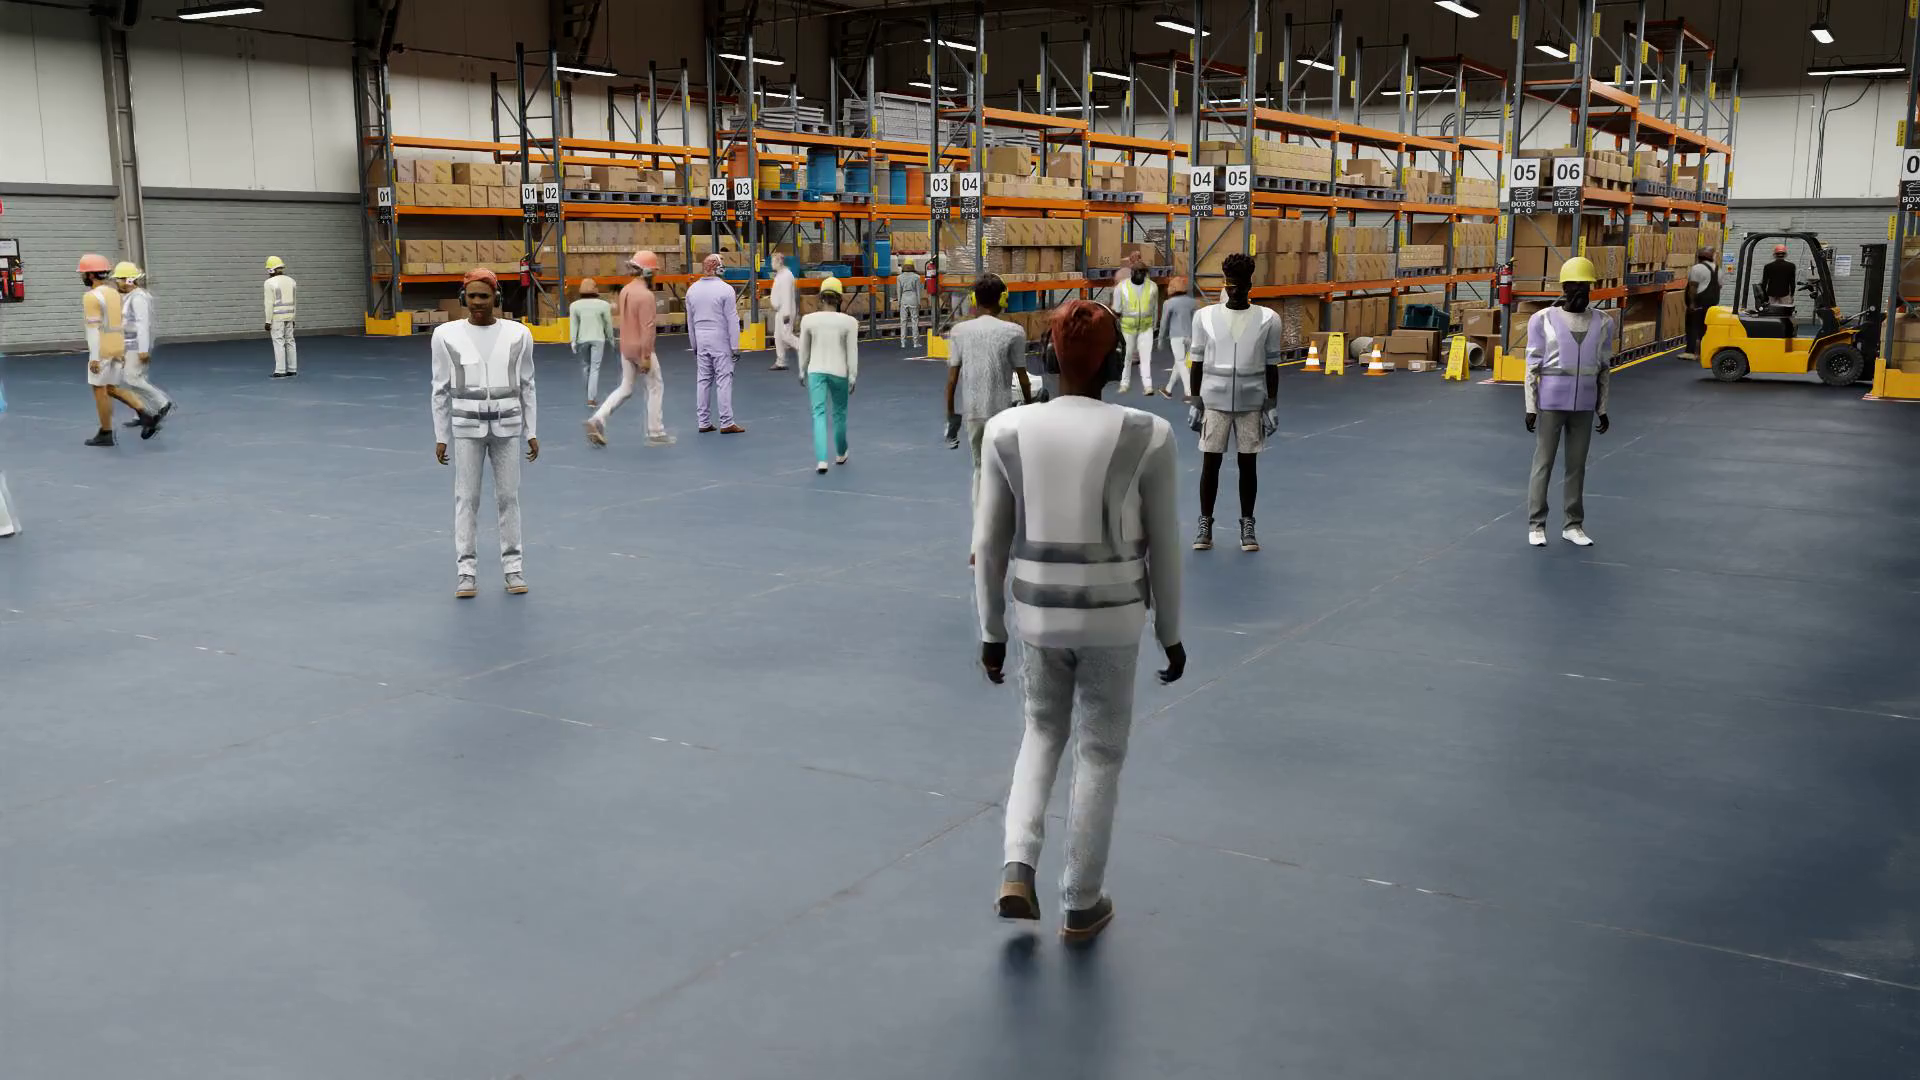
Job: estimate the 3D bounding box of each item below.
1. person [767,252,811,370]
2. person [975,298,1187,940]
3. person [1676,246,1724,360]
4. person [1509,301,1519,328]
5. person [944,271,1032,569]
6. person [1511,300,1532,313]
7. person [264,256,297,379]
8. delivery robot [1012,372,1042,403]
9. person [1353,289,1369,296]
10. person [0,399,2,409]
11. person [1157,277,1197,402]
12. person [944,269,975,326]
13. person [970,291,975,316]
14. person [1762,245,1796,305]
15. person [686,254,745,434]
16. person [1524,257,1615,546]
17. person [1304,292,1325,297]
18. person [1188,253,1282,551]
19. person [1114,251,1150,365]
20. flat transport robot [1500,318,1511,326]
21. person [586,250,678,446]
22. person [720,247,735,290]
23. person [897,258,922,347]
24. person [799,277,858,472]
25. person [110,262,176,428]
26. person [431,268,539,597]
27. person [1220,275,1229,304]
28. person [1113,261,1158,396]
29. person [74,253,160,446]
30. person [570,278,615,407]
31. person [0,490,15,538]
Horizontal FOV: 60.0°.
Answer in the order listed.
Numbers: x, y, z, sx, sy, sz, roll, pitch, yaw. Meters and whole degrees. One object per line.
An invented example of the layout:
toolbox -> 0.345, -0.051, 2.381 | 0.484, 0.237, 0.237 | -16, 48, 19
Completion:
person -> -2.701, -3.629, 26.442 | 0.690, 1.890, 0.663 | -3, 11, -17
person -> 0.344, 0.246, 4.788 | 0.580, 1.867, 0.426 | 4, 11, 23
person -> 12.832, -4.133, 28.840 | 0.799, 2.000, 0.542 | -5, 11, -24
person -> 13.155, -5.931, 39.427 | 0.512, 1.860, 0.331 | 5, 11, 28
person -> 0.231, -0.766, 10.543 | 0.525, 1.835, 0.845 | 5, 11, 26
person -> 11.534, -5.106, 34.353 | 0.615, 2.025, 0.509 | 3, 11, 19
person -> -10.174, -3.320, 24.868 | 0.404, 1.833, 0.589 | 4, 11, 19
delivery robot -> 0.715, -1.847, 19.936 | 0.477, 0.478, 0.707 | 5, 11, 24
person -> 10.262, -6.617, 43.138 | 0.927, 1.898, 0.660 | 7, 12, 35
person -> -7.167, -0.951, 12.027 | 0.558, 1.673, 0.372 | 7, 12, 33
person -> 2.788, -2.574, 21.354 | 0.510, 1.585, 0.842 | -6, 12, -30
person -> 0.018, -4.743, 32.587 | 0.644, 1.924, 0.436 | 2, 10, 10
person -> 0.325, -5.051, 34.871 | 0.887, 1.727, 0.527 | -10, 14, -43
person -> 16.676, -5.012, 33.899 | 0.617, 1.993, 0.388 | 5, 11, 27
person -> -2.594, -2.085, 17.744 | 0.648, 1.907, 0.409 | 6, 12, 29
person -> 4.071, -0.918, 11.142 | 0.587, 1.930, 0.355 | -1, 10, -4
person -> 7.870, -5.460, 36.646 | 0.648, 1.907, 0.401 | 7, 12, 34
person -> 1.803, -0.900, 10.962 | 0.603, 1.959, 0.380 | 1, 10, 8
person -> 2.863, -3.858, 27.714 | 0.645, 1.896, 0.527 | 6, 12, 31
flat transport robot -> 13.429, -5.175, 39.629 | 0.652, 0.197, 1.431 | 0, 10, -1
person -> -3.280, -1.886, 16.492 | 0.906, 1.954, 0.659 | -8, 13, -38
person -> -6.006, -6.557, 42.762 | 0.596, 1.917, 0.374 | 7, 12, 35
person -> -0.982, -4.617, 32.392 | 0.486, 1.742, 0.302 | 2, 10, 8
person -> -1.178, -1.485, 14.905 | 0.540, 1.717, 0.910 | 0, 10, -1
person -> -8.991, -2.124, 18.196 | 0.471, 1.822, 0.592 | -7, 12, -34
person -> -2.722, -0.613, 9.560 | 0.584, 1.882, 0.337 | -4, 11, -21
person -> 4.074, -3.252, 25.047 | 0.284, 1.633, 0.497 | -3, 11, -17
person -> 2.349, -2.833, 22.328 | 0.649, 1.788, 0.809 | -1, 10, -5
person -> -8.446, -1.882, 16.557 | 0.643, 1.922, 0.560 | 0, 10, 3
person -> -4.586, -2.460, 20.745 | 0.504, 1.587, 0.867 | 0, 10, 3
person -> -6.979, -0.913, 11.265 | 0.968, 1.866, 0.618 | -2, 10, -12
